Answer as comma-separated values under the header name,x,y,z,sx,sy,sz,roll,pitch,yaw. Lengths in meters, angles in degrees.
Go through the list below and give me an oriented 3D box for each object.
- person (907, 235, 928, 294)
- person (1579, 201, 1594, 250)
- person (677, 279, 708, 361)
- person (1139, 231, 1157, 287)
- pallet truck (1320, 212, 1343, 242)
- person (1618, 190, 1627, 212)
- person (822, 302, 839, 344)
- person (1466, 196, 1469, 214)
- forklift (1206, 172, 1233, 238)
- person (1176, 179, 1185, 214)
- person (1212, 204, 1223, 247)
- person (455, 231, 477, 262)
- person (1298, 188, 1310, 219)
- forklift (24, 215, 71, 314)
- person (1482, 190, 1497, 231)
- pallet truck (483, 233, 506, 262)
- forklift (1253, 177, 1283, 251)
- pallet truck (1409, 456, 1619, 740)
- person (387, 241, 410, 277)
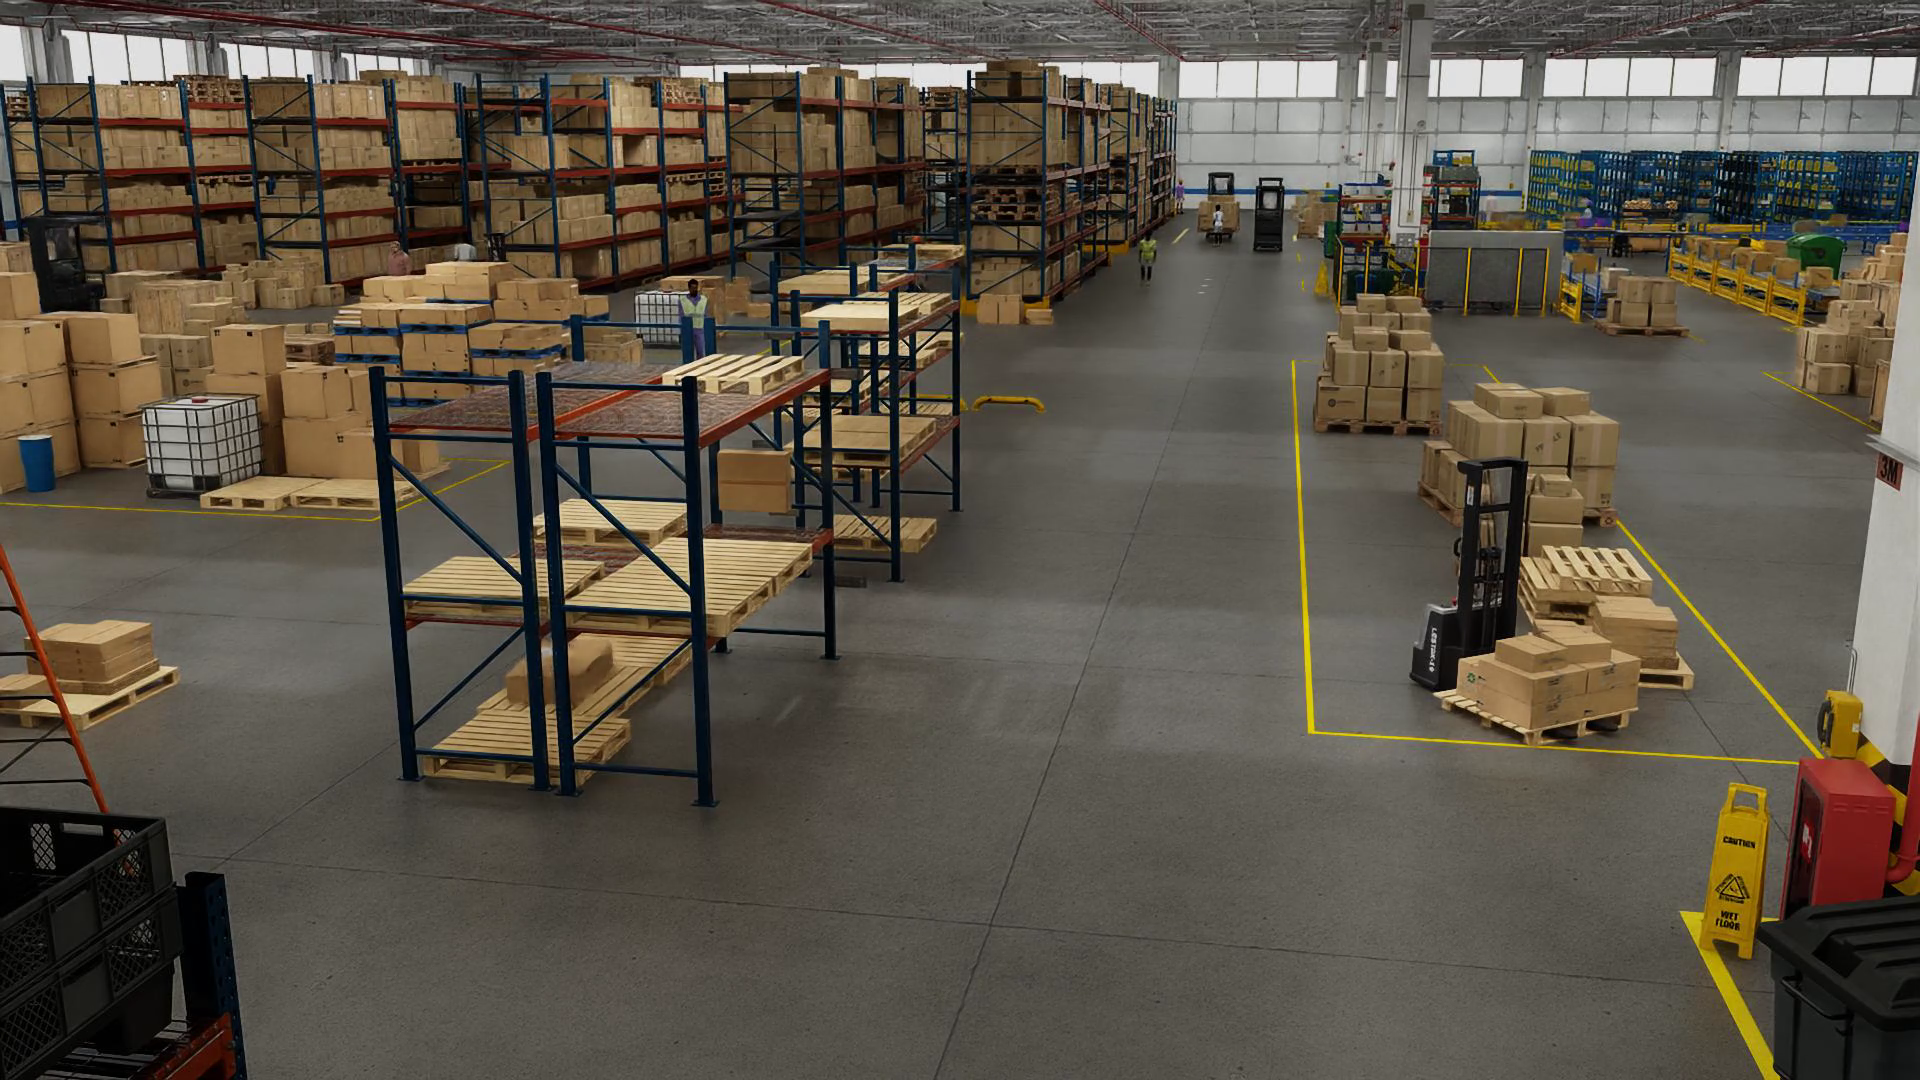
name,x,y,z,sx,sy,sz,roll,pitch,yaw
person,-1.173,-7.068,43.882,0.571,1.913,0.780,-4,14,-14
person,24.578,-12.332,65.217,0.631,1.934,0.621,3,14,11
person,-5.008,-3.949,31.250,0.584,1.908,0.389,-8,16,-28
person,5.653,-8.501,50.213,0.545,1.669,0.716,3,14,12
pallet truck,15.874,-13.227,70.310,0.680,1.201,1.601,10,17,35
person,33.665,-17.038,84.542,0.403,1.827,0.601,-3,14,-10
person,-2.792,-5.132,36.506,0.443,1.687,0.539,9,17,33
person,22.110,-14.210,73.050,0.586,1.835,0.403,5,15,19
forklift,11.473,-14.763,73.140,1.129,2.768,1.873,3,14,10
person,12.366,-19.246,93.287,0.552,1.933,0.374,11,18,38
person,10.394,-12.675,67.099,0.530,1.697,0.322,-10,17,-36
person,-13.426,-7.403,45.182,0.612,1.947,0.778,0,14,-1
person,17.874,-17.403,86.251,0.531,1.726,0.499,2,14,10
forklift,-19.576,-5.591,35.903,1.873,2.768,1.129,2,14,10
person,24.819,-15.457,78.015,0.652,1.888,0.434,-7,16,-27
pallet truck,-11.832,-7.026,43.548,1.885,1.965,0.823,8,16,28
forklift,12.083,-12.747,64.956,1.129,2.768,1.873,3,14,10
pallet truck,4.504,0.400,13.395,0.823,1.965,1.885,-6,15,-23
person,-14.125,-6.555,41.831,0.640,1.905,0.410,4,14,17
